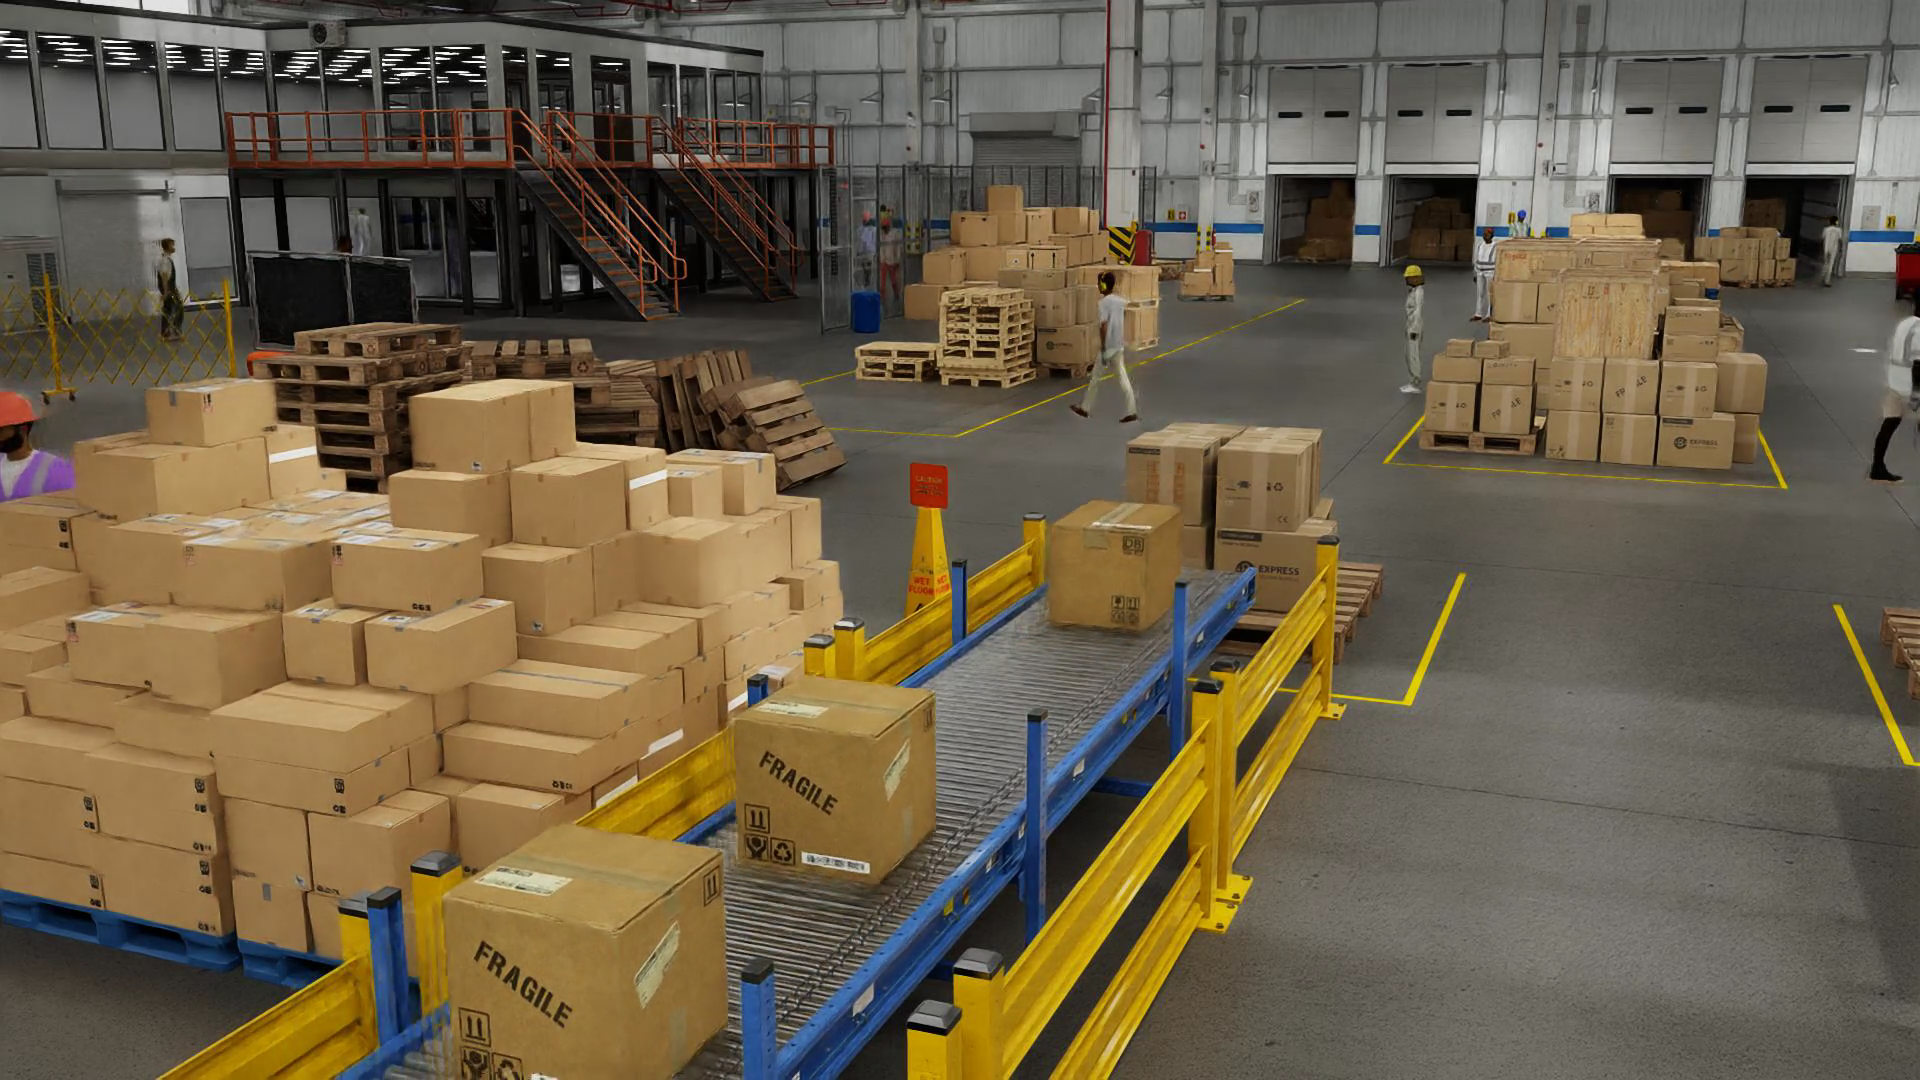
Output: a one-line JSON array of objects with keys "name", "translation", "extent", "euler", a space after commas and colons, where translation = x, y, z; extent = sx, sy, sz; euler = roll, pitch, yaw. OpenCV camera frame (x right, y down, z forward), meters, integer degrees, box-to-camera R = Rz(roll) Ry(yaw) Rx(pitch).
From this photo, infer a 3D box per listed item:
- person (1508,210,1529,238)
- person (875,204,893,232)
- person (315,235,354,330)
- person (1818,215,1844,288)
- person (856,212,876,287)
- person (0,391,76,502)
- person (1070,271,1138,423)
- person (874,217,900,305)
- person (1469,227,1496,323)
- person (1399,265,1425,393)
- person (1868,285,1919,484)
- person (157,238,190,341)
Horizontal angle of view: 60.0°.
[{"name": "person", "translation": [15.006, -7.891, 44.707], "extent": [0.601, 1.941, 0.395], "euler": [-4, 13, -19]}, {"name": "person", "translation": [-2.598, -10.491, 56.607], "extent": [0.621, 1.838, 0.429], "euler": [-4, 13, -16]}, {"name": "person", "translation": [-10.994, -4.423, 29.320], "extent": [0.823, 1.878, 0.638], "euler": [-3, 13, -12]}, {"name": "person", "translation": [22.476, -7.431, 42.869], "extent": [0.611, 1.847, 0.507], "euler": [-8, 15, -33]}, {"name": "person", "translation": [-2.431, -7.573, 43.346], "extent": [0.543, 1.920, 0.587], "euler": [2, 13, 7]}, {"name": "person", "translation": [-4.930, 0.138, 8.842], "extent": [0.565, 1.881, 1.012], "euler": [5, 13, 20]}, {"name": "person", "translation": [1.793, -2.319, 20.031], "extent": [0.505, 1.804, 1.033], "euler": [-11, 17, -41]}, {"name": "person", "translation": [-1.636, -6.316, 37.598], "extent": [0.616, 1.966, 0.813], "euler": [3, 13, 11]}, {"name": "person", "translation": [10.455, -5.267, 33.070], "extent": [0.352, 1.883, 0.579], "euler": [-9, 15, -34]}, {"name": "person", "translation": [6.162, -2.872, 22.666], "extent": [0.335, 1.733, 0.487], "euler": [1, 13, 6]}, {"name": "person", "translation": [9.249, -1.474, 15.925], "extent": [0.885, 1.932, 0.633], "euler": [1, 13, 5]}, {"name": "person", "translation": [-13.898, -4.410, 29.366], "extent": [0.607, 1.826, 0.536], "euler": [-6, 14, -26]}]
